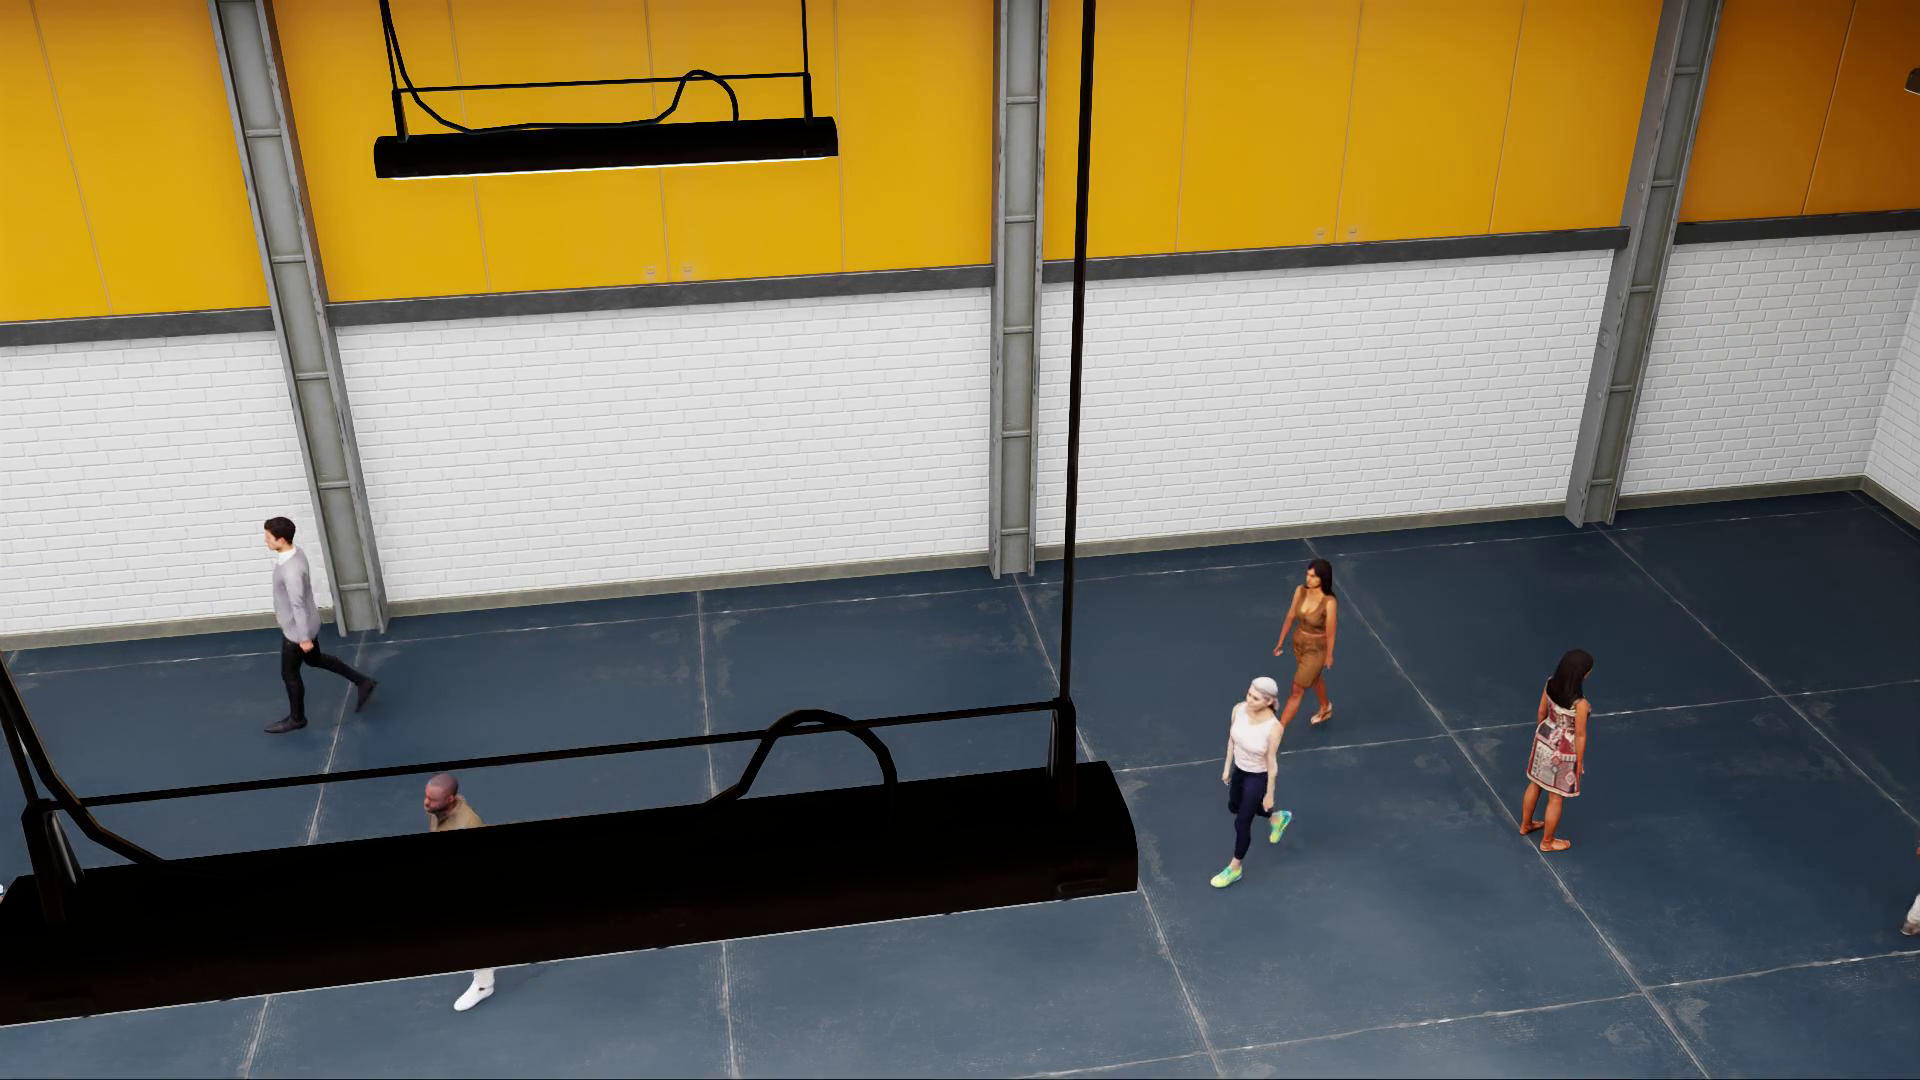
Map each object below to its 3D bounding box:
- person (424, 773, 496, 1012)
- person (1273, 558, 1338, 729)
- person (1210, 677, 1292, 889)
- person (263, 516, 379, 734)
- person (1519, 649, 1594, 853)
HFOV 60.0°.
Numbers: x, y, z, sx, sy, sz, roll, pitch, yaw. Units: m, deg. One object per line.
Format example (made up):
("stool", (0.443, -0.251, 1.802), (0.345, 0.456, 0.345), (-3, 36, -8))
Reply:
("person", (-3.101, 2.185, 10.665), (0.975, 1.808, 0.908), (-22, 35, -34))
("person", (2.847, 0.872, 13.249), (1.170, 1.639, 0.853), (-17, 33, -28))
("person", (2.121, 1.656, 11.760), (1.080, 1.687, 0.834), (-17, 33, -28))
("person", (-5.211, 0.653, 13.350), (1.224, 1.925, 0.893), (-10, 30, -18))
("person", (4.334, 1.511, 12.072), (0.620, 1.643, 0.701), (-12, 31, -21))
